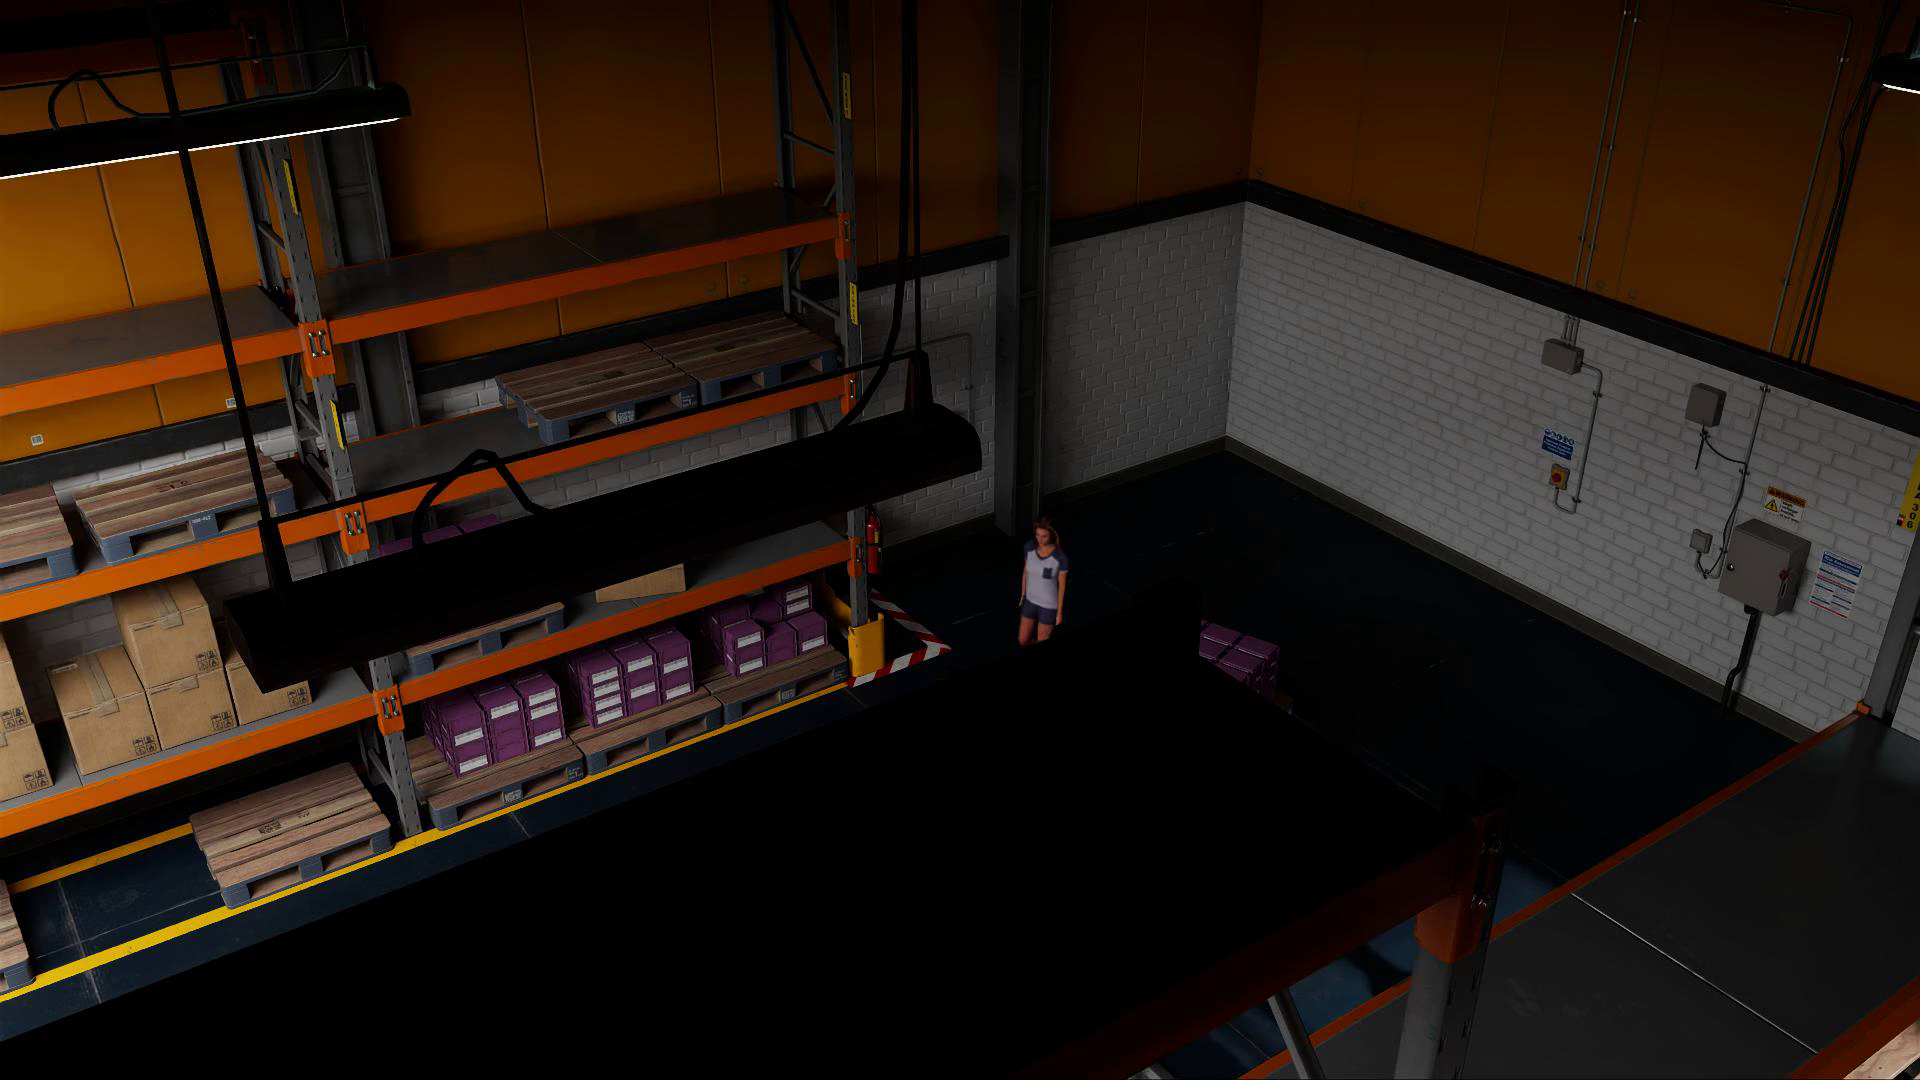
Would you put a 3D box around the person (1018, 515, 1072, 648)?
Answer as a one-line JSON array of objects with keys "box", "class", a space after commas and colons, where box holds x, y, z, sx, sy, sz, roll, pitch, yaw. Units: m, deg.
[{"box": [0.752, 0.502, 13.928, 0.737, 1.709, 0.786, 23, 36, 35], "class": "person"}]
